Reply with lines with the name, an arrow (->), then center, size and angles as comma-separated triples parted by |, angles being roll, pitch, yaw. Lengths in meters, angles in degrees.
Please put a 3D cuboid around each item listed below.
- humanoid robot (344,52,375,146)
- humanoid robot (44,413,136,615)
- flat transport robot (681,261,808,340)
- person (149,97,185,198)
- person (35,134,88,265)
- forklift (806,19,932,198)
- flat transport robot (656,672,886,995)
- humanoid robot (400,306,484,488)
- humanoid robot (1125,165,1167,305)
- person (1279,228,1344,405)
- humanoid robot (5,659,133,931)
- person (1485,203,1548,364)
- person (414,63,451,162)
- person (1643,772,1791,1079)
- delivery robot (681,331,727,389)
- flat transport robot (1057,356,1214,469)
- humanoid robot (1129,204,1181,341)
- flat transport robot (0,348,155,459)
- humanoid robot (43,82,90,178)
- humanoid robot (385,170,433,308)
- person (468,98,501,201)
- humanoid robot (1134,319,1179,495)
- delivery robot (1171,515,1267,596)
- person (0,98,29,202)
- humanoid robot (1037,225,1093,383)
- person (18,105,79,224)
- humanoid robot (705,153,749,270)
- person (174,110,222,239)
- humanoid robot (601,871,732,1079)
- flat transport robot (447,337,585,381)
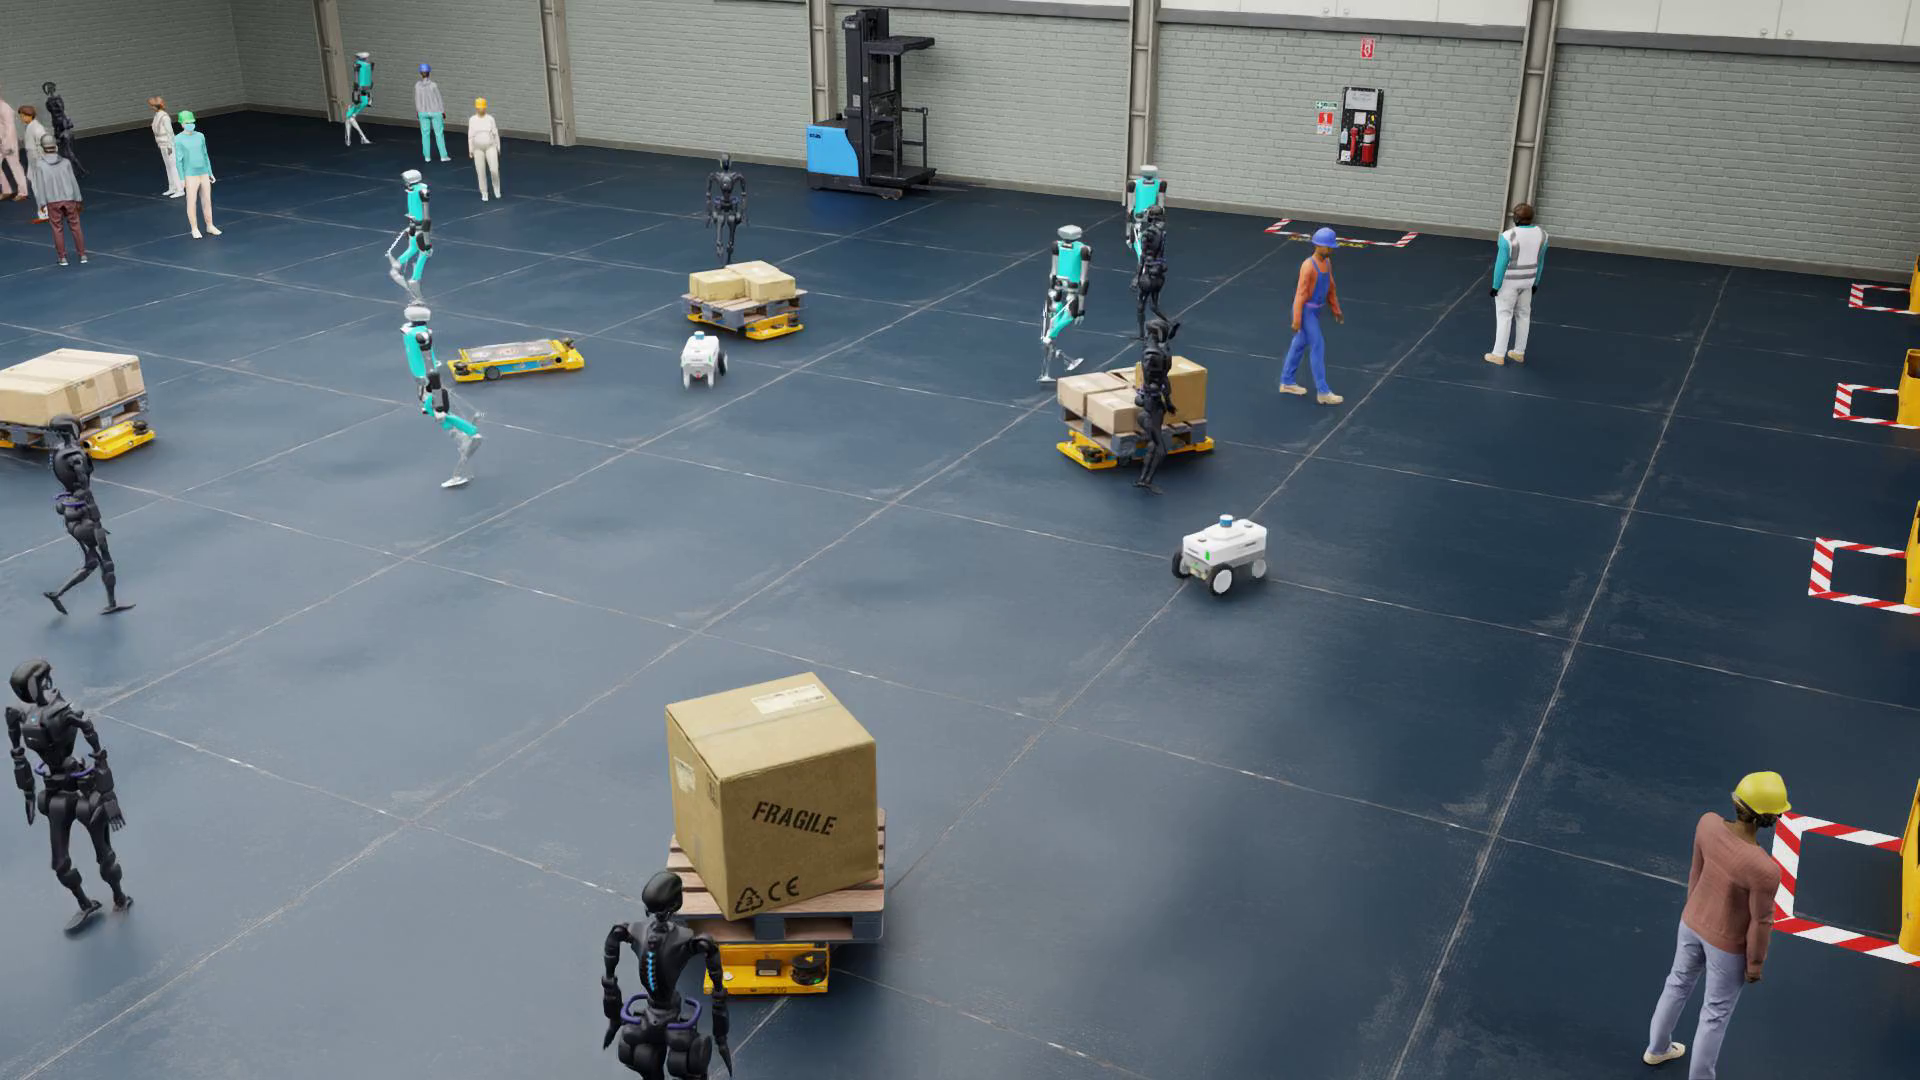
humanoid robot -> -11.720, -8.527, 32.143 | 0.867, 1.769, 0.602 | 8, 24, 17
humanoid robot -> -6.819, -0.171, 12.789 | 0.561, 1.632, 0.615 | -20, 30, -38
flat transport robot -> -2.660, -2.743, 20.549 | 1.431, 0.231, 0.659 | 20, 30, 39
person -> -13.178, -6.527, 27.620 | 0.310, 1.638, 0.513 | -20, 30, -38
person -> -12.635, -4.780, 23.346 | 0.551, 1.806, 0.381 | -18, 29, -35
forklift -> -1.573, -7.292, 27.850 | 1.873, 2.768, 1.129 | 12, 26, 25
flat transport robot -> -1.025, 2.049, 9.393 | 0.659, 0.231, 1.431 | -1, 23, -1
humanoid robot -> -4.706, -1.263, 15.387 | 0.729, 1.901, 0.541 | -16, 28, -32
humanoid robot -> 2.420, -3.803, 21.305 | 0.545, 1.891, 0.745 | -4, 24, -10
person -> 3.837, -2.395, 17.709 | 0.882, 1.863, 0.556 | 14, 27, 30
humanoid robot -> -4.887, 1.393, 9.148 | 0.608, 1.649, 0.315 | 4, 24, 9
person -> 6.329, -2.924, 18.981 | 0.632, 1.839, 0.429 | -8, 24, -17
person -> -9.694, -7.808, 30.438 | 0.521, 1.774, 0.361 | 0, 23, -1
person -> 3.645, 1.872, 7.927 | 0.343, 1.759, 0.515 | -8, 24, -18
delivery robot -> -2.882, -2.029, 18.515 | 0.499, 0.589, 0.784 | -1, 23, -1
flat transport robot -> 1.715, -0.994, 16.476 | 1.431, 0.231, 0.659 | -11, 26, -24
humanoid robot -> 2.321, -3.146, 19.728 | 0.593, 1.640, 0.597 | 15, 27, 31
flat transport robot -> -8.893, -1.058, 16.626 | 1.431, 0.231, 0.659 | 7, 24, 15
humanoid robot -> -15.642, -7.168, 29.069 | 0.602, 1.639, 0.405 | 20, 30, 39
humanoid robot -> -6.984, -3.697, 21.024 | 0.730, 1.892, 0.543 | -18, 29, -36
person -> -7.794, -6.399, 27.268 | 0.487, 1.681, 0.406 | -6, 24, -14
humanoid robot -> 1.797, -1.227, 15.244 | 0.341, 1.652, 0.588 | 11, 25, 23
delivery robot -> 2.156, 0.084, 13.587 | 0.774, 0.581, 0.499 | -16, 28, -32
person -> -15.687, -6.454, 27.132 | 0.677, 1.885, 0.624 | 14, 27, 29
humanoid robot -> 1.039, -2.521, 18.236 | 0.543, 1.747, 1.074 | 20, 30, 39
person -> -14.205, -5.832, 25.794 | 0.514, 1.810, 0.698 | 19, 30, 37
humanoid robot -> -3.201, -4.491, 22.870 | 0.607, 1.635, 0.698 | -5, 24, -12
person -> -11.421, -5.470, 24.863 | 0.360, 1.872, 0.528 | 17, 29, 34
humanoid robot -> -1.317, 2.195, 7.281 | 0.609, 1.645, 0.527 | 4, 23, 8
flat transport robot -> -5.065, -2.053, 18.943 | 1.431, 0.231, 0.659 | -10, 25, -22
